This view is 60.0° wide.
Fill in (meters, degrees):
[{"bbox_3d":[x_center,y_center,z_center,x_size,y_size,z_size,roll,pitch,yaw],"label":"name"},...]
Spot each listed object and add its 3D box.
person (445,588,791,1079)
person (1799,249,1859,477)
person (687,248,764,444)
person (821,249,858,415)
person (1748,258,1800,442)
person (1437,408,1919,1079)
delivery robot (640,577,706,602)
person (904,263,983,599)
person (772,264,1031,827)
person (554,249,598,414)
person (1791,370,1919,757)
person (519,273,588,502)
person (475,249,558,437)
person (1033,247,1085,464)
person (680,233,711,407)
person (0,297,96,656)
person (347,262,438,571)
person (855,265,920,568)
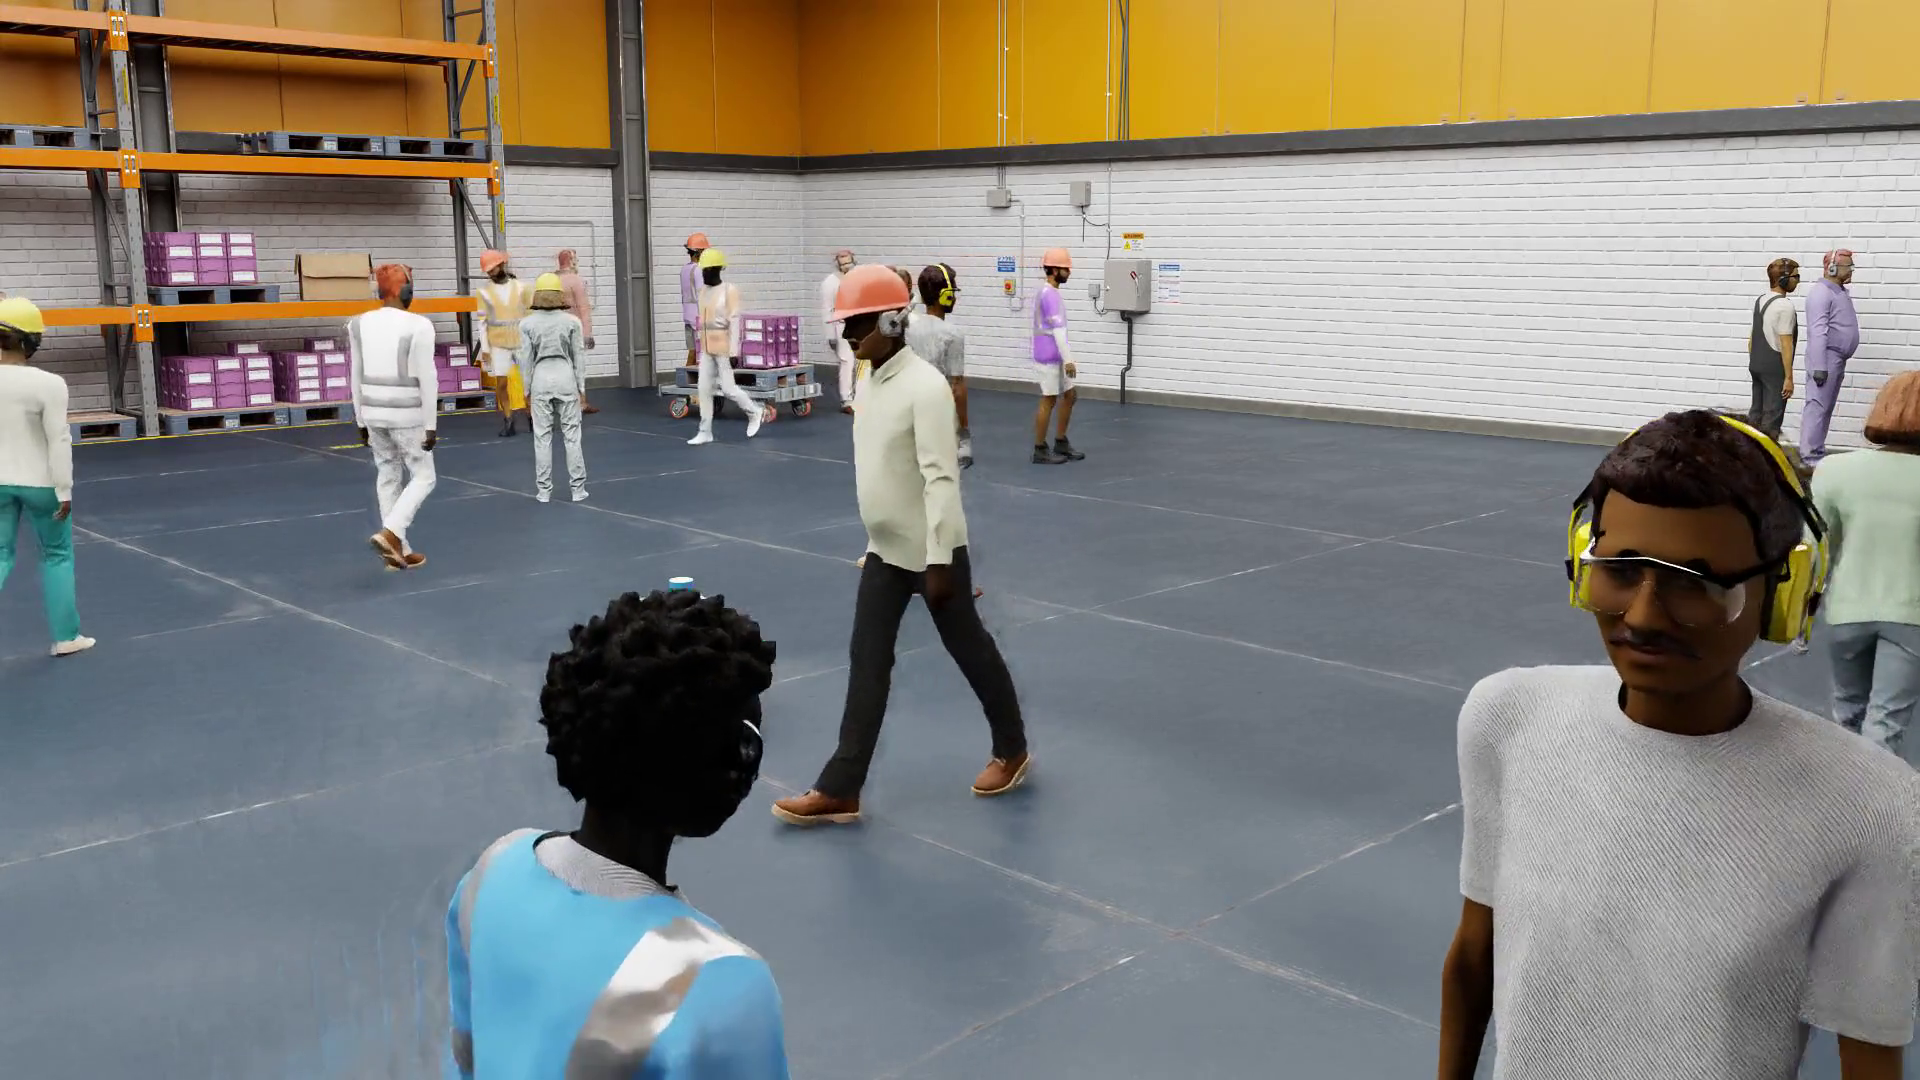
[{"bbox_3d":[-0.345,0.871,1.808,0.509,1.671,0.537,-8,13,-36],"label":"person"},{"bbox_3d":[7.300,-1.476,13.959,0.409,1.909,0.643,8,13,38],"label":"person"},{"bbox_3d":[-2.316,-1.896,16.275,0.595,1.901,0.811,9,14,41],"label":"person"},{"bbox_3d":[-1.231,-2.341,18.775,0.689,1.870,0.419,-9,14,-41],"label":"person"},{"bbox_3d":[6.443,-1.303,13.182,0.333,1.844,0.514,-1,10,-4],"label":"person"},{"bbox_3d":[0.709,0.779,1.804,0.560,1.855,0.394,9,14,40],"label":"person"},{"bbox_3d":[-1.191,0.403,7.143,0.477,0.478,0.707,-4,11,-19],"label":"delivery robot"},{"bbox_3d":[-0.123,-0.587,9.227,0.514,1.867,0.328,10,14,42],"label":"person"},{"bbox_3d":[-0.140,0.014,5.803,1.051,1.929,0.717,-7,12,-32],"label":"person"},{"bbox_3d":[-4.418,-2.309,18.599,0.643,1.880,0.805,9,14,42],"label":"person"},{"bbox_3d":[3.004,0.256,5.339,0.530,1.591,0.817,10,14,42],"label":"person"},{"bbox_3d":[-3.092,-1.155,12.677,0.483,1.736,0.311,-2,11,-11],"label":"person"},{"bbox_3d":[-4.464,-1.974,16.751,0.766,1.880,0.426,-5,11,-24],"label":"person"},{"bbox_3d":[0.919,-1.612,14.669,0.602,1.919,0.560,1,10,4],"label":"person"},{"bbox_3d":[-3.079,-2.591,19.664,0.371,2.044,0.608,-7,12,-32],"label":"person"},{"bbox_3d":[-4.411,-0.255,7.752,0.528,1.740,0.736,0,10,-1],"label":"person"},{"bbox_3d":[-3.387,-0.707,9.883,0.589,1.872,0.543,3,11,15],"label":"person"},{"bbox_3d":[-0.409,-0.696,9.879,0.429,1.846,0.626,-3,11,-17],"label":"person"}]
